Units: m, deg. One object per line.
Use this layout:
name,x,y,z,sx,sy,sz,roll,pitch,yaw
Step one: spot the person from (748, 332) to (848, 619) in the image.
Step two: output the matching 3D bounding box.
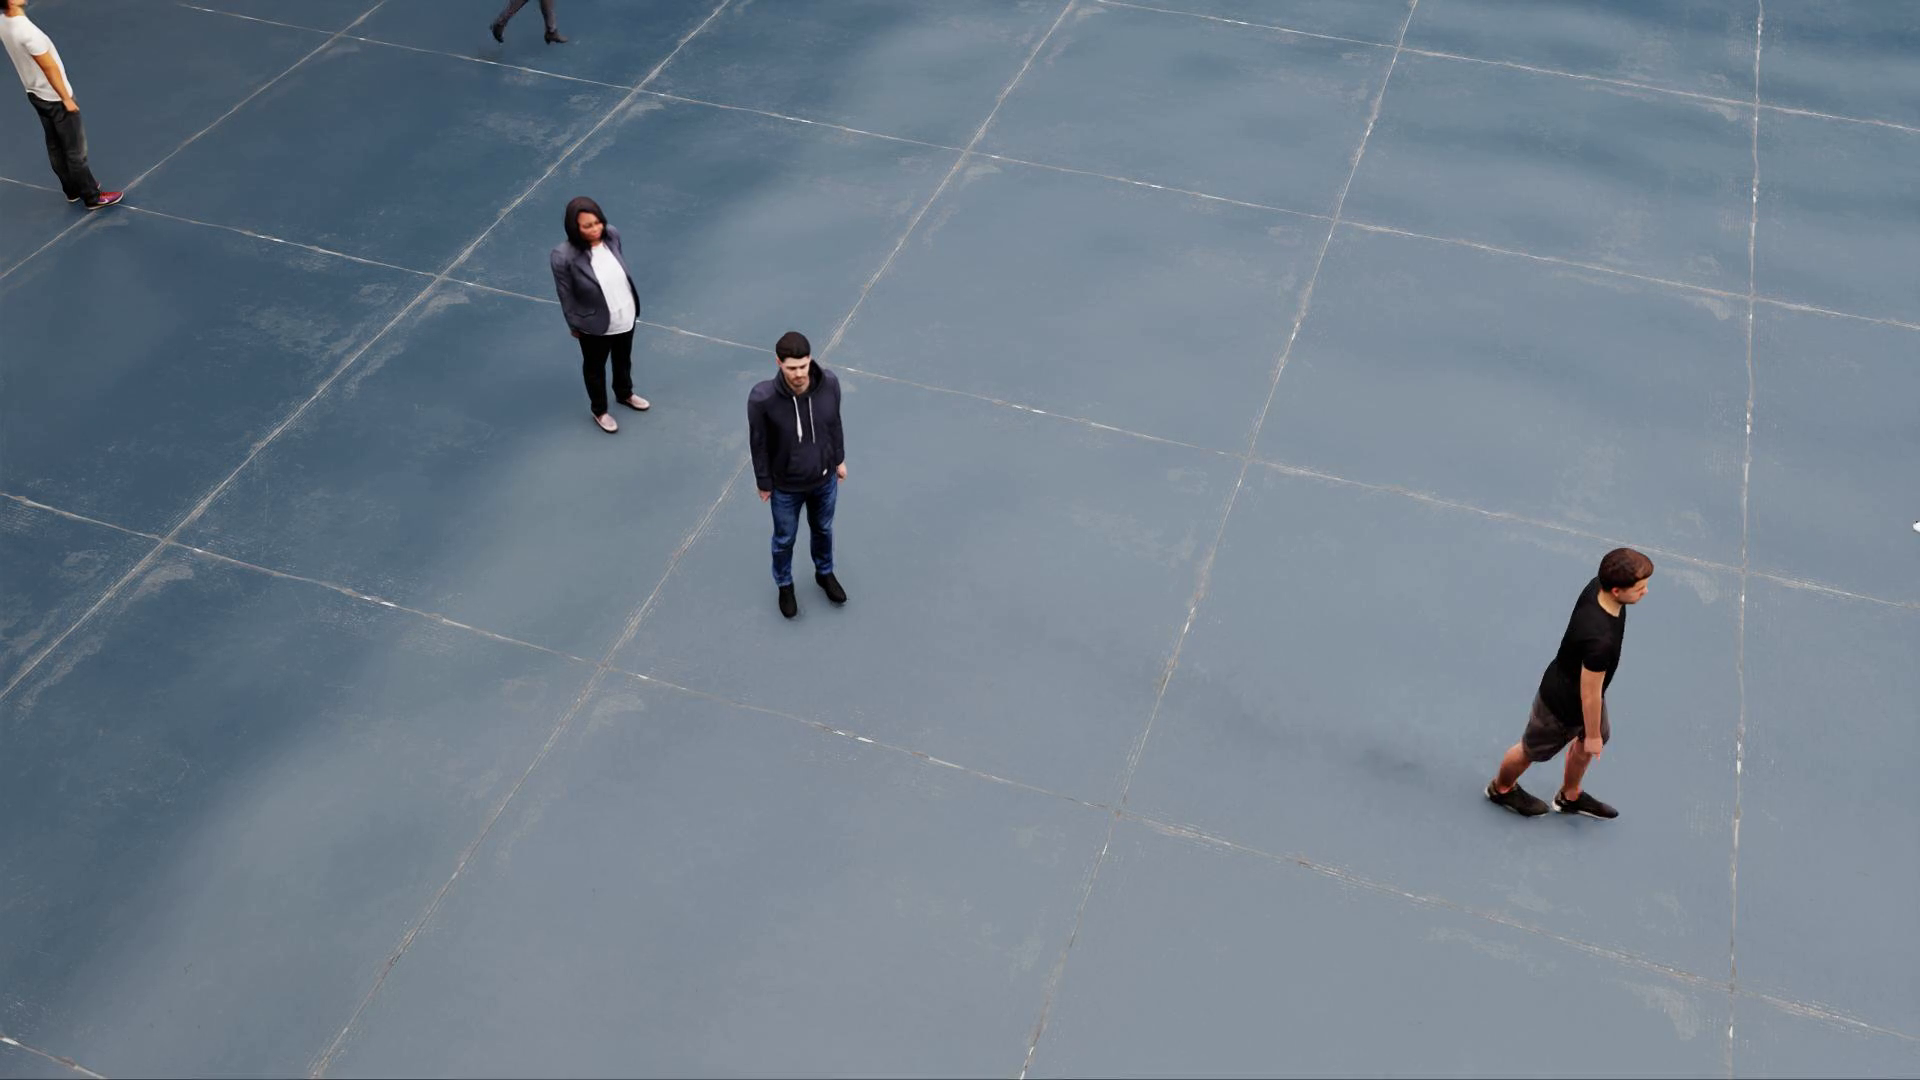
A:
person,-0.865,-0.380,9.093,0.746,1.892,0.812,-17,46,-17

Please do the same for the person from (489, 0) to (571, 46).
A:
person,-3.766,-4.920,14.195,0.952,1.563,0.947,-24,48,-23

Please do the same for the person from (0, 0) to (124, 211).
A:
person,-6.742,-3.296,12.279,0.568,1.805,0.748,26,49,25

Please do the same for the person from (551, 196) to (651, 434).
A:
person,-2.240,-1.429,10.432,0.763,1.597,0.755,28,50,27

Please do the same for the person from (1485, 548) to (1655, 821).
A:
person,2.848,0.698,7.976,0.888,1.840,0.715,18,46,18
